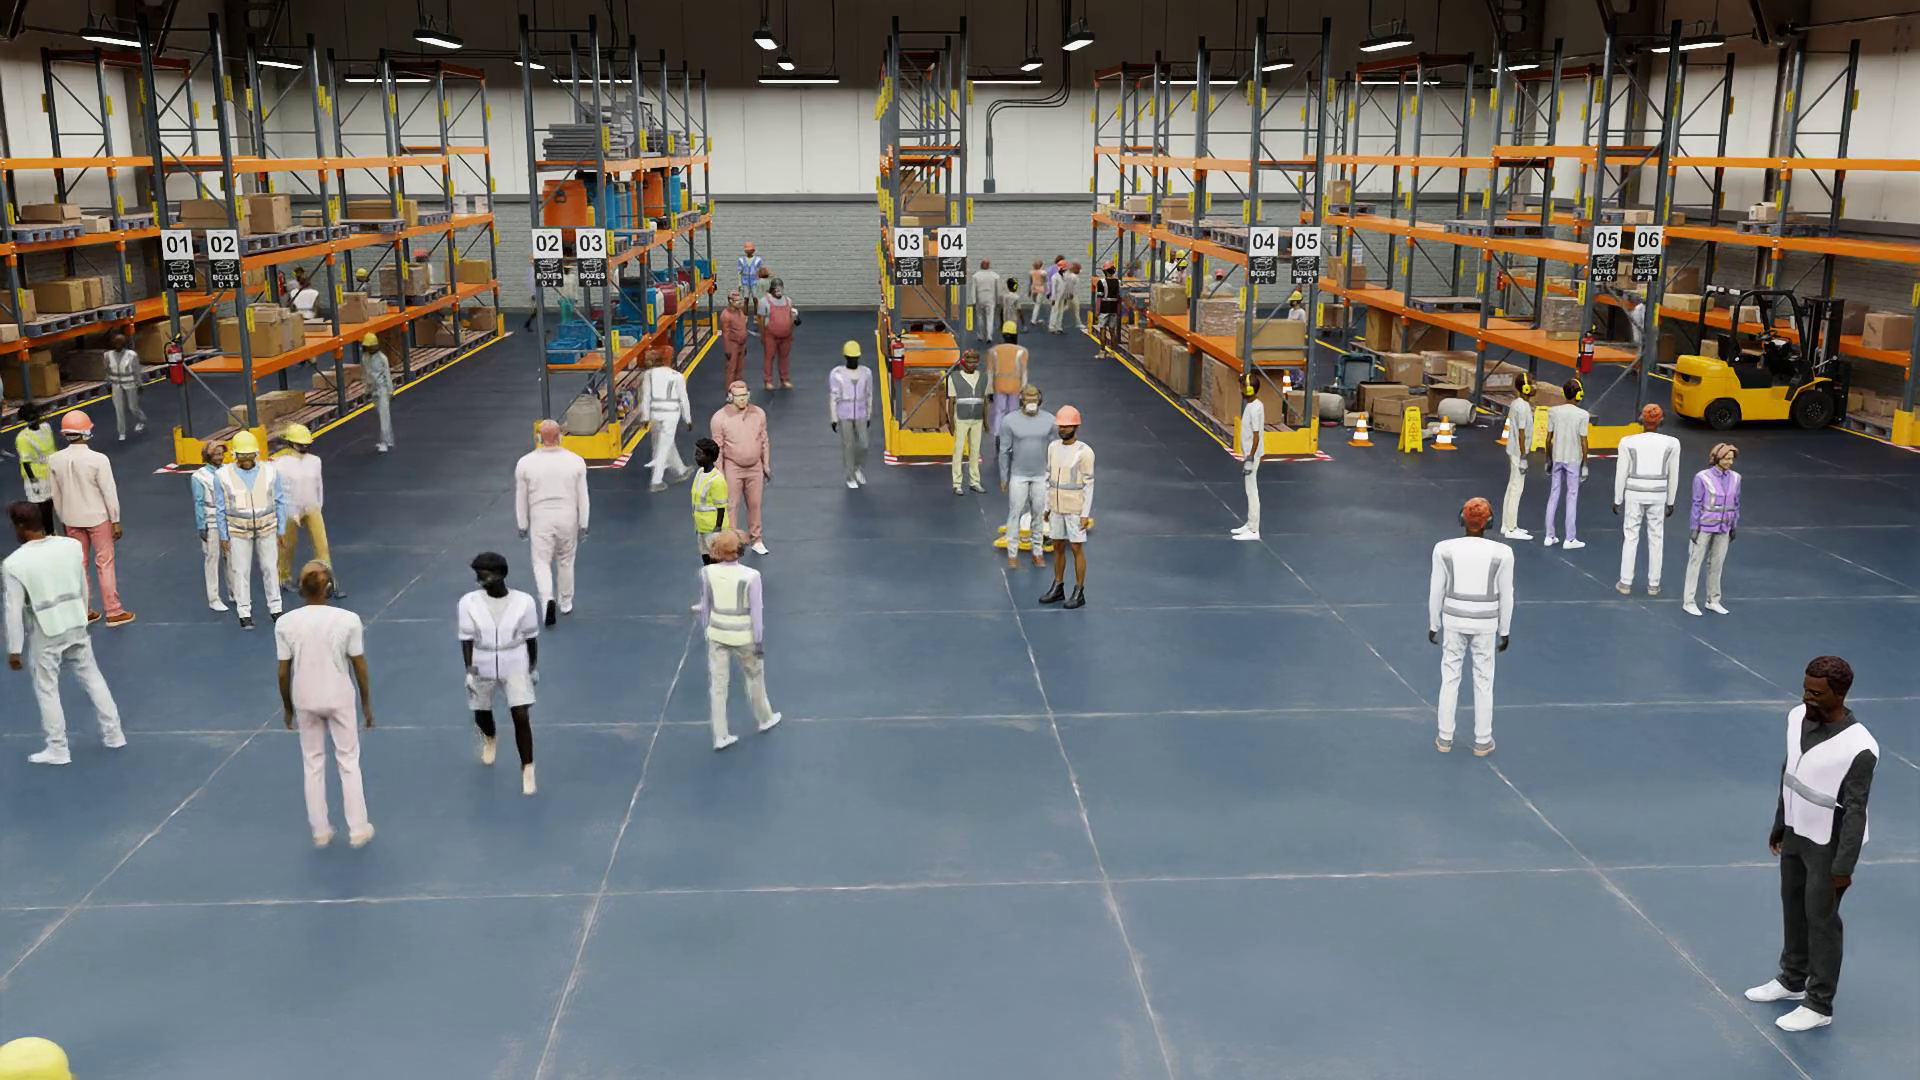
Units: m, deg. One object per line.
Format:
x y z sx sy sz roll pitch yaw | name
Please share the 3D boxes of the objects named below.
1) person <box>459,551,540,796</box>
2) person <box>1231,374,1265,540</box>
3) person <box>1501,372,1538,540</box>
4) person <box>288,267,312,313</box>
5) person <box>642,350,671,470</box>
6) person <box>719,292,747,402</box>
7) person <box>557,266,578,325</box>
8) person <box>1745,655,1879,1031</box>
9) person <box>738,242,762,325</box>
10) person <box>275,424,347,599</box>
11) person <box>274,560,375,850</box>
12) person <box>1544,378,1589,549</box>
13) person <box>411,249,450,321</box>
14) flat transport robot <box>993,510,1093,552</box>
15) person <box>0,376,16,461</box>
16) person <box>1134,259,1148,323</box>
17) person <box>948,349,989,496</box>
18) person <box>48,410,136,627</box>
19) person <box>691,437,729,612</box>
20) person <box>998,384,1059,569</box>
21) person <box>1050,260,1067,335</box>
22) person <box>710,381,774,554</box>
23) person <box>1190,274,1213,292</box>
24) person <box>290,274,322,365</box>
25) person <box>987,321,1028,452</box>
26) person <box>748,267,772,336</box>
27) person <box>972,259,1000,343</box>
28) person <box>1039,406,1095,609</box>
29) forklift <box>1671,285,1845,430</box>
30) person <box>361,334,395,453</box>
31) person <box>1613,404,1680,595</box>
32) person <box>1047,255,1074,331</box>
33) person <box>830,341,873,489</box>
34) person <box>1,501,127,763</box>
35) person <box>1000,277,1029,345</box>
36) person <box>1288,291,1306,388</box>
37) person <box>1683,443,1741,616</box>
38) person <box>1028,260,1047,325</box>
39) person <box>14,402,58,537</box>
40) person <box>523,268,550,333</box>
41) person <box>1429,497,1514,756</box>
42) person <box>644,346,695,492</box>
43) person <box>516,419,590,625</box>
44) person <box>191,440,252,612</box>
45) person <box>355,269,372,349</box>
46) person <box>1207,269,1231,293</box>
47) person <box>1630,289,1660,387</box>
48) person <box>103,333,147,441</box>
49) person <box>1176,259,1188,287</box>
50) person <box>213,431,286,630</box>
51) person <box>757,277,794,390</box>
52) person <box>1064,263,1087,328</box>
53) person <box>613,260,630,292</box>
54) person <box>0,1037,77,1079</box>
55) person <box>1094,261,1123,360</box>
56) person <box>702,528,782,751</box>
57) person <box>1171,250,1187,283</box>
-3.141 0.866 11.415 0.535 1.660 0.716 -2 14 -10 | person
3.227 -0.924 18.569 0.328 1.861 0.520 2 13 8 | person
6.294 -0.949 18.642 0.328 1.877 0.513 2 13 9 | person
-14.341 -5.047 36.169 0.531 1.808 1.028 -6 14 -23 | person
-4.133 -1.766 22.611 0.310 1.638 0.523 -9 16 -34 | person
-3.864 -3.318 28.640 0.402 1.901 0.647 5 14 20 | person
-9.175 -5.658 38.864 0.542 1.753 0.400 -10 17 -37 | person
4.261 1.486 8.257 0.397 1.911 0.588 -1 13 -6 | person
-5.179 -6.331 41.081 0.615 2.042 0.374 1 13 3 | person
-6.397 -0.284 16.170 0.884 1.716 0.509 11 17 39 | person
-3.936 1.030 10.326 0.516 1.843 0.328 -3 14 -12 | person
6.643 -0.840 18.191 0.329 1.873 0.514 -11 17 -40 | person
-12.476 -5.852 39.162 0.773 2.000 0.667 -13 18 -43 | person
0.947 -0.131 18.614 0.652 0.197 1.431 6 14 23 | flat transport robot
-13.563 -1.983 23.302 0.335 1.743 0.561 0 13 0 | person
4.457 -6.169 41.302 0.601 1.615 0.517 -8 15 -30 | person
0.104 -1.496 21.036 0.565 1.839 0.390 -7 15 -27 | person
-7.937 -0.189 15.163 0.611 1.997 0.375 1 13 6 | person
-2.328 -0.113 15.486 0.318 1.697 0.534 -8 16 -31 | person
0.713 -0.662 17.293 0.635 1.936 0.355 -2 13 -9 | person
2.349 -5.683 39.012 0.400 1.734 0.571 9 16 33 | person
-2.314 -0.761 17.793 0.670 1.905 0.406 -8 15 -29 | person
5.691 -5.701 39.100 0.596 1.707 0.756 5 14 20 | person
-13.075 -4.389 33.300 0.586 1.832 0.466 -3 14 -11 | person
0.675 -2.175 23.775 0.589 1.908 0.641 2 13 9 | person
-4.575 -5.500 38.503 0.522 1.599 0.795 -13 18 -43 | person
0.587 -5.399 37.554 0.660 1.861 0.998 -1 13 -3 | person
1.011 -0.317 15.822 0.552 1.942 0.343 12 18 41 | person
12.503 -2.886 26.166 2.313 2.155 1.214 -1 13 -3 | forklift
-8.428 -2.142 24.071 0.582 1.701 0.606 8 15 30 | person
6.703 -0.395 16.279 0.573 1.883 0.357 4 14 15 | person
2.436 -5.891 39.743 0.810 1.803 0.624 -12 18 -41 | person
-1.378 -1.600 21.318 0.597 1.911 0.414 -5 14 -18 | person
-6.382 0.656 11.800 0.516 1.897 0.725 7 15 26 | person
1.049 -4.170 32.324 0.432 1.859 0.534 -10 17 -37 | person
6.090 -3.649 30.315 0.323 1.767 0.533 -4 14 -18 | person
7.046 -0.100 15.572 0.514 1.634 0.313 -4 14 -15 | person
1.919 -6.140 41.231 0.513 1.596 0.857 9 16 33 | person
-9.930 -0.692 18.019 0.319 1.662 0.665 1 13 3 | person
-9.933 -5.814 39.194 0.613 1.912 0.600 1 13 5 | person
3.668 0.623 11.967 0.572 1.883 0.355 5 14 22 | person
-3.716 -1.581 21.401 0.602 1.829 0.995 7 15 28 | person
-3.745 -0.173 15.339 0.665 1.885 0.806 -4 14 -16 | person
-7.015 -0.146 15.768 0.311 1.631 0.504 6 15 25 | person
-12.953 -5.029 36.207 0.290 1.746 0.487 0 13 2 | person
5.656 -5.079 36.511 0.555 1.697 0.923 1 13 5 | person
12.570 -3.726 30.521 0.615 1.819 0.515 -7 15 -27 | person
-12.563 -2.331 25.066 0.557 1.608 0.636 -2 13 -7 | person
5.175 -5.688 38.946 0.308 1.772 0.526 -1 13 -3 | person
-6.437 -0.095 15.130 0.591 1.826 0.403 -8 15 -29 | person
-3.293 -3.748 30.147 0.688 2.000 0.536 -9 16 -34 | person
2.676 -5.969 40.529 0.814 1.592 0.534 3 14 11 | person
-7.600 -5.449 37.482 0.405 1.987 0.613 -1 13 -5 | person
-2.756 2.317 5.085 0.288 1.746 0.487 -6 14 -22 | person
3.056 -4.741 34.396 0.609 2.029 0.408 -8 15 -30 | person
-1.609 0.693 12.231 0.541 1.606 0.757 5 14 22 | person
5.212 -5.924 39.602 0.370 1.929 0.585 6 15 25 | person
